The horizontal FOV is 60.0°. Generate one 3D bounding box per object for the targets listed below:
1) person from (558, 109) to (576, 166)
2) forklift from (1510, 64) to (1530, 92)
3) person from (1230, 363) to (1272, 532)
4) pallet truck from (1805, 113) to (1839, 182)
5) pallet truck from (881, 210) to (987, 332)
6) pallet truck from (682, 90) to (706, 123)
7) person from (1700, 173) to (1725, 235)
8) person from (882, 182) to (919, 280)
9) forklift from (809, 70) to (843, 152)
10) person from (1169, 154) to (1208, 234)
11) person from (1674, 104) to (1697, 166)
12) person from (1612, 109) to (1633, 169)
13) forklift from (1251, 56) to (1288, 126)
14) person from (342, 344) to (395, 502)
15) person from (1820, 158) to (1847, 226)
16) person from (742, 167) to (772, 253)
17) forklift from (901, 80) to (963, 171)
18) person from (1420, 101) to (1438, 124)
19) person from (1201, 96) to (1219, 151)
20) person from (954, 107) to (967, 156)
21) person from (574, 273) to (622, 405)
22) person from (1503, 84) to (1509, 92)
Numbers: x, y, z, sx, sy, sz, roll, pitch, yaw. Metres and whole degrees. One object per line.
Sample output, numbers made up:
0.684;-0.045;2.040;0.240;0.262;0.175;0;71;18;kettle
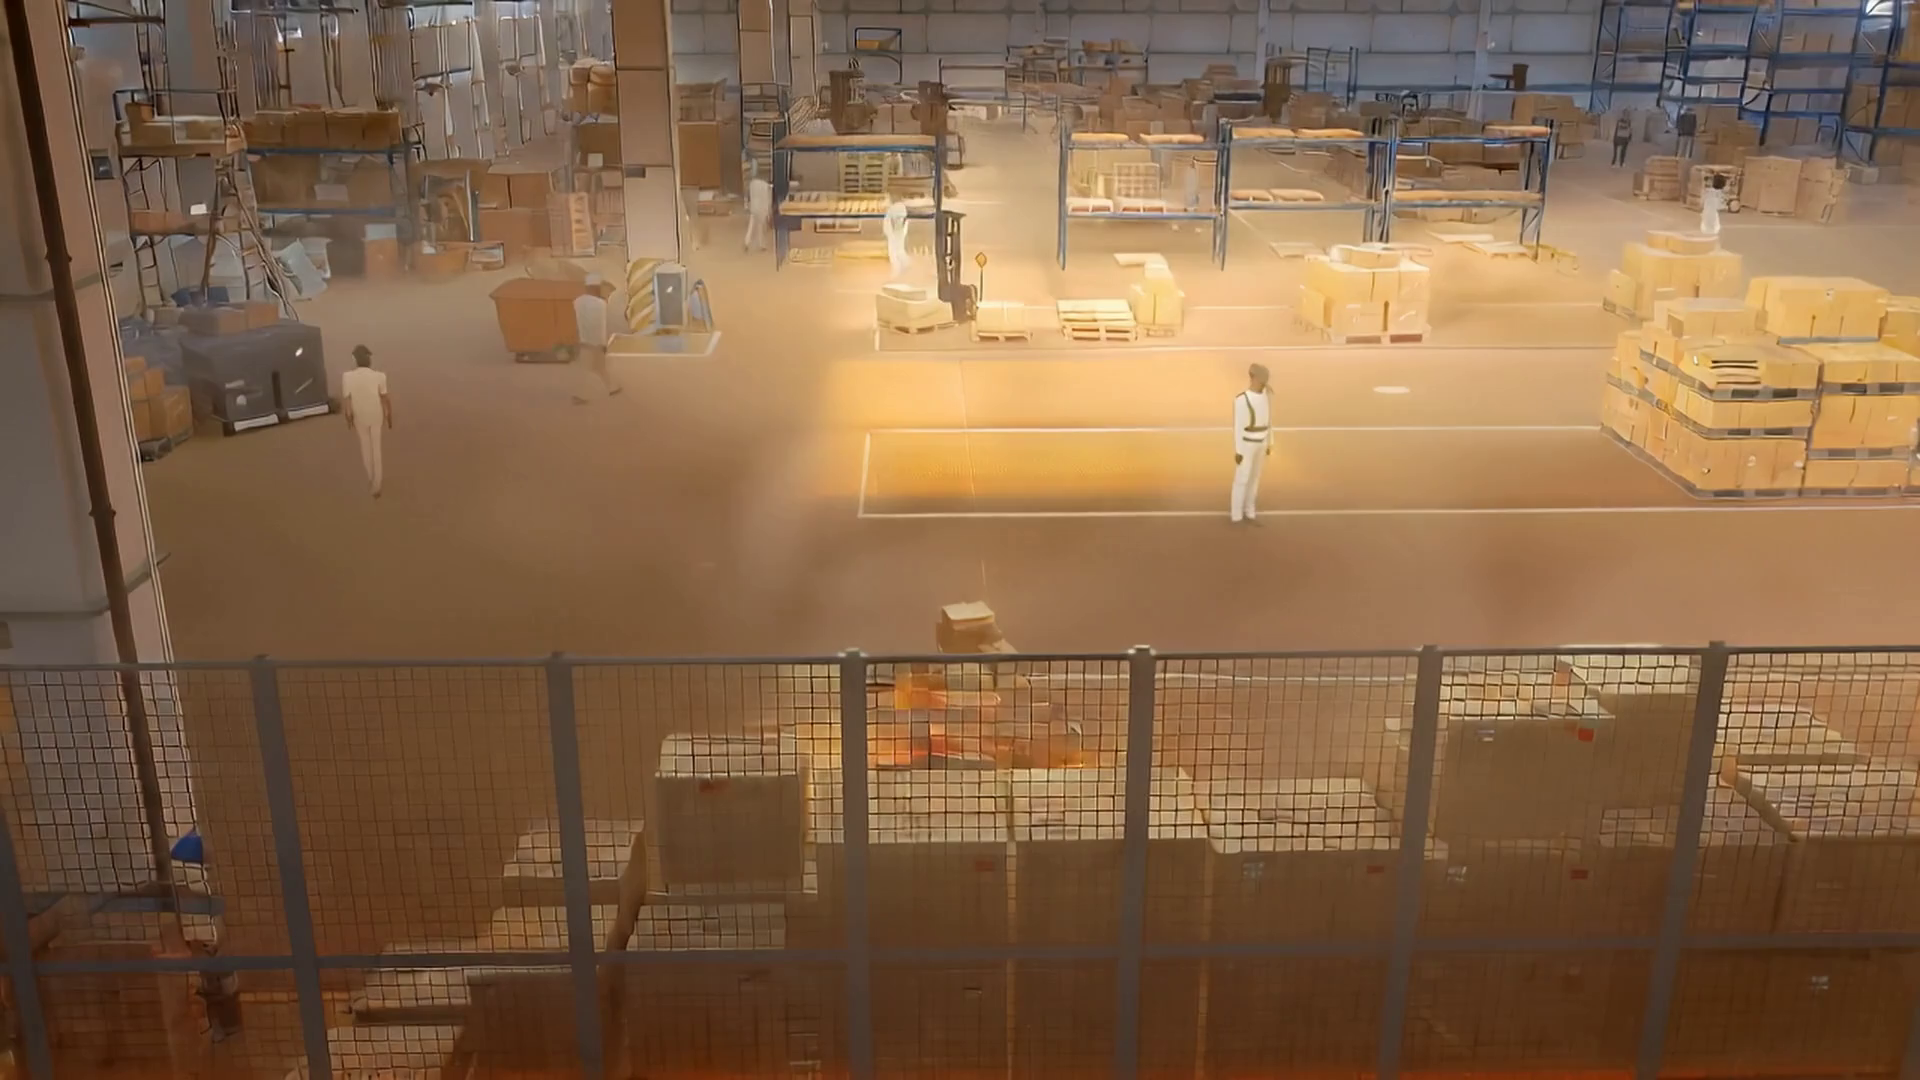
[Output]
-12.840;-13.114;54.321;0.598;1.886;0.966;2;19;5;person
21.332;-16.786;63.667;1.873;2.768;1.129;0;19;-1;forklift
3.251;-1.037;18.483;0.582;1.882;0.338;-17;25;-41;person
26.403;-11.957;50.702;0.823;1.965;1.885;6;19;16;pallet truck
-0.493;-4.759;29.349;1.885;1.965;0.823;-13;23;-34;pallet truck
-9.671;-15.907;62.421;0.823;1.965;1.885;5;19;15;pallet truck
16.133;-6.882;35.716;0.373;1.960;0.608;-3;19;-9;person
-1.238;-6.274;33.776;0.673;2.000;0.687;0;19;-1;person
-4.390;-15.230;59.051;1.873;2.768;1.129;1;19;3;forklift
5.560;-8.380;40.250;0.928;1.900;0.640;4;19;12;person
23.922;-13.353;54.849;0.612;1.995;0.376;1;19;2;person
21.515;-13.050;54.082;0.592;1.912;0.383;2;19;5;person
13.178;-18.831;69.734;1.129;2.768;1.873;-7;20;-20;forklift
-7.004;-1.423;19.720;0.554;1.819;0.990;-5;19;-15;person
21.828;-8.688;41.497;0.532;1.686;0.334;-8;20;-23;person
-4.559;-7.368;37.244;0.649;1.909;0.690;16;25;40;person
-0.976;-13.185;52.985;1.873;2.768;1.129;-9;21;-26;forklift
16.471;-14.543;58.634;0.649;1.826;0.455;-7;20;-20;person
8.974;-14.977;59.765;0.652;1.928;0.434;4;19;11;person
0.029;-14.186;57.798;0.548;1.683;0.370;-14;23;-35;person
-5.332;-2.911;24.080;0.580;1.871;1.021;7;20;19;person
21.931;-17.433;67.071;0.581;1.911;0.738;10;21;26;person
